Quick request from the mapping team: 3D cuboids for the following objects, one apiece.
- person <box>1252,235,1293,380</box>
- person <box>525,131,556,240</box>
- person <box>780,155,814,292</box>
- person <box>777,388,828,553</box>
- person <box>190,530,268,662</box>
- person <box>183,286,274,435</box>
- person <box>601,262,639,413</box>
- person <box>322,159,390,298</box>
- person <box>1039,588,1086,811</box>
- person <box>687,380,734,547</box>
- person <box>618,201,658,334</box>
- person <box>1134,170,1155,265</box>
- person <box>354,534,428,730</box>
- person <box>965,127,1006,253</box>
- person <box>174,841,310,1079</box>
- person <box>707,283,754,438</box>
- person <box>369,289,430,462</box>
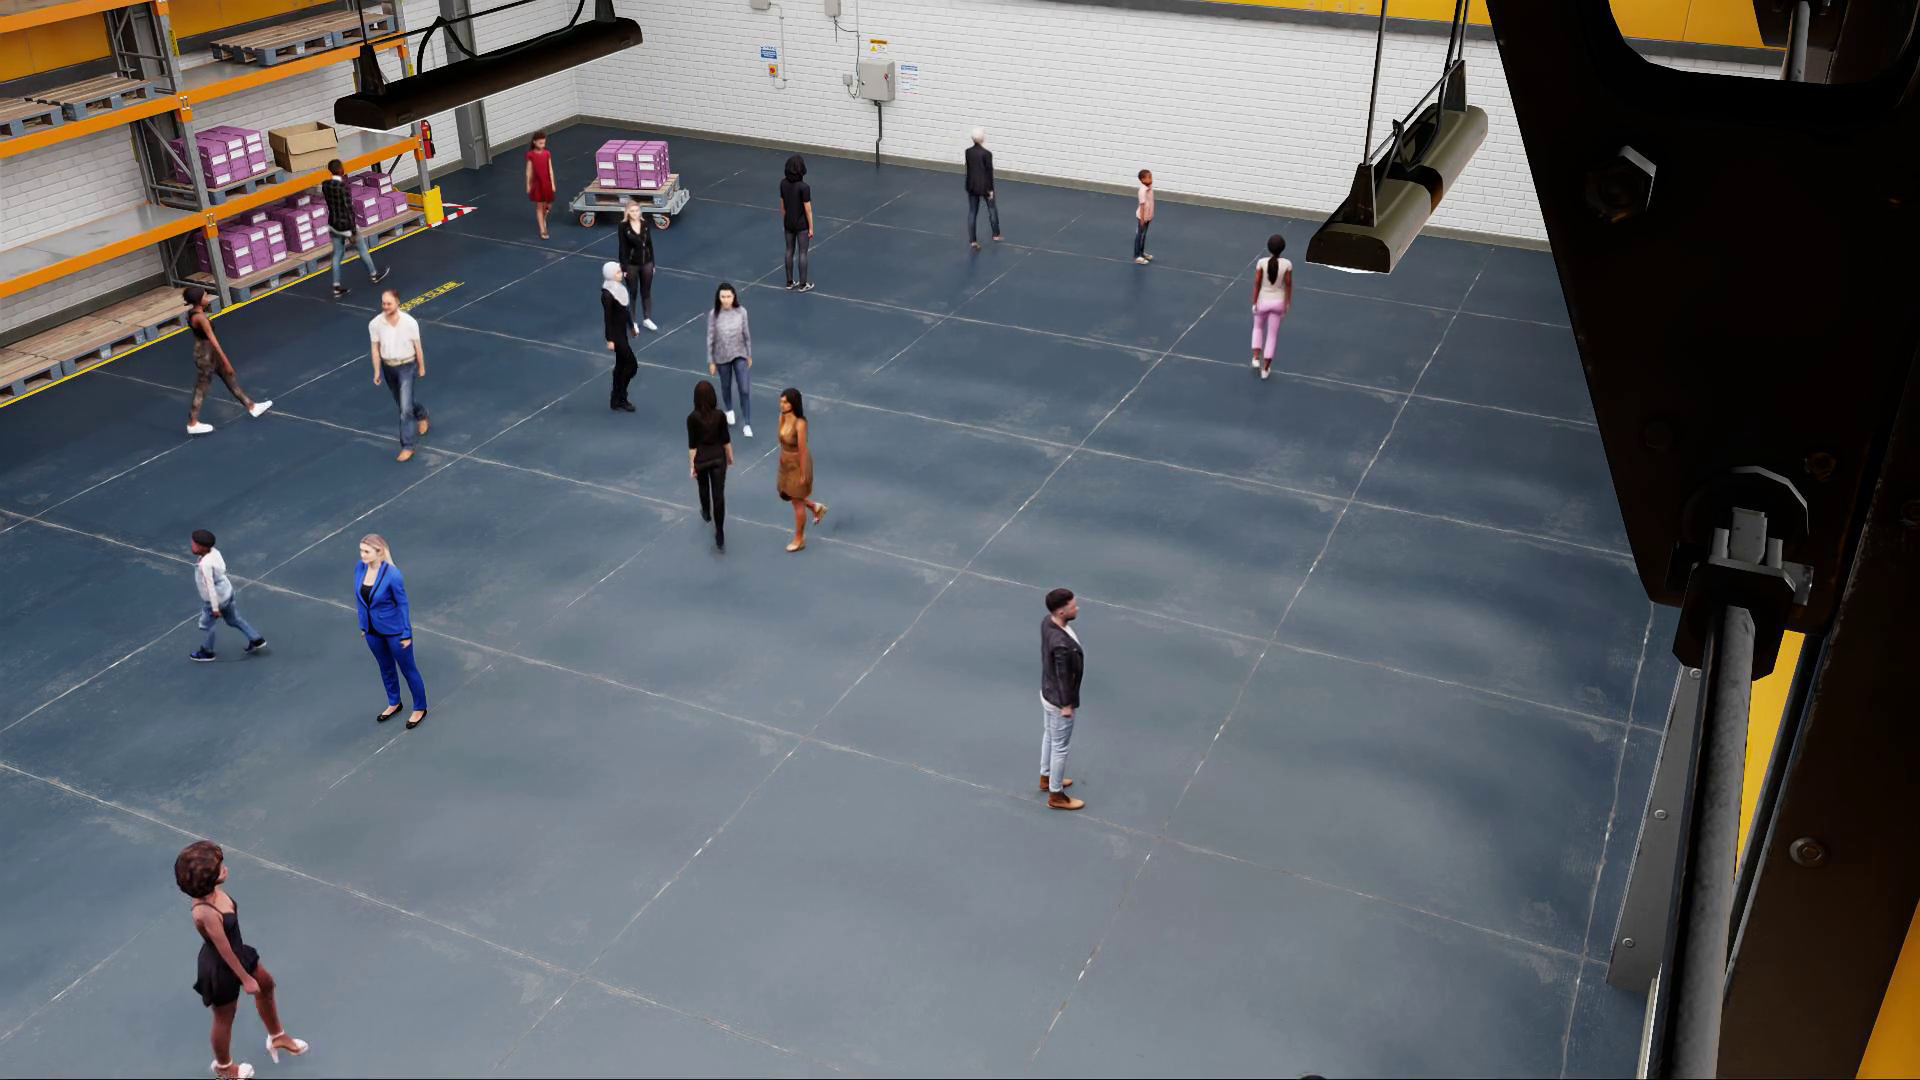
[{"bbox_3d":[3.642,-2.715,19.501,0.671,1.728,0.791,6,29,12],"label":"person"},{"bbox_3d":[-6.139,-5.227,24.316,0.923,1.527,0.920,-12,31,-21],"label":"person"},{"bbox_3d":[-2.194,-4.222,22.159,0.631,1.827,0.534,14,32,24],"label":"person"},{"bbox_3d":[-1.499,-0.694,15.844,0.864,1.681,0.738,-22,35,-34],"label":"person"},{"bbox_3d":[-6.277,0.469,14.170,0.783,1.242,0.858,0,29,0],"label":"person"},{"bbox_3d":[-8.282,-1.922,18.132,1.245,1.647,0.981,-19,34,-31],"label":"person"},{"bbox_3d":[-3.921,-2.263,18.634,0.767,1.764,0.680,2,29,4],"label":"person"},{"bbox_3d":[-8.212,-4.079,21.952,0.710,1.774,1.150,11,31,19],"label":"person"},{"bbox_3d":[0.726,1.156,12.291,0.798,1.836,0.700,-5,29,-10],"label":"person"},{"bbox_3d":[-2.380,-0.700,15.947,1.016,1.594,1.128,-7,29,-13],"label":"person"},{"bbox_3d":[-4.044,-3.439,20.871,0.658,1.686,0.759,-16,32,-27],"label":"person"},{"bbox_3d":[2.575,-4.547,23.299,0.562,1.307,0.405,11,31,20],"label":"person"},{"bbox_3d":[-4.551,0.708,13.253,0.631,1.700,0.549,11,30,19],"label":"person"},{"bbox_3d":[0.278,-4.949,23.608,0.830,1.756,0.965,18,33,29],"label":"person"},{"bbox_3d":[-4.425,2.551,9.804,0.883,1.768,0.818,-10,30,-18],"label":"person"},{"bbox_3d":[-2.522,-2.030,18.279,1.017,1.695,1.149,-5,29,-10],"label":"person"},{"bbox_3d":[-5.965,-1.857,17.829,0.956,1.822,1.320,3,29,5],"label":"person"}]
